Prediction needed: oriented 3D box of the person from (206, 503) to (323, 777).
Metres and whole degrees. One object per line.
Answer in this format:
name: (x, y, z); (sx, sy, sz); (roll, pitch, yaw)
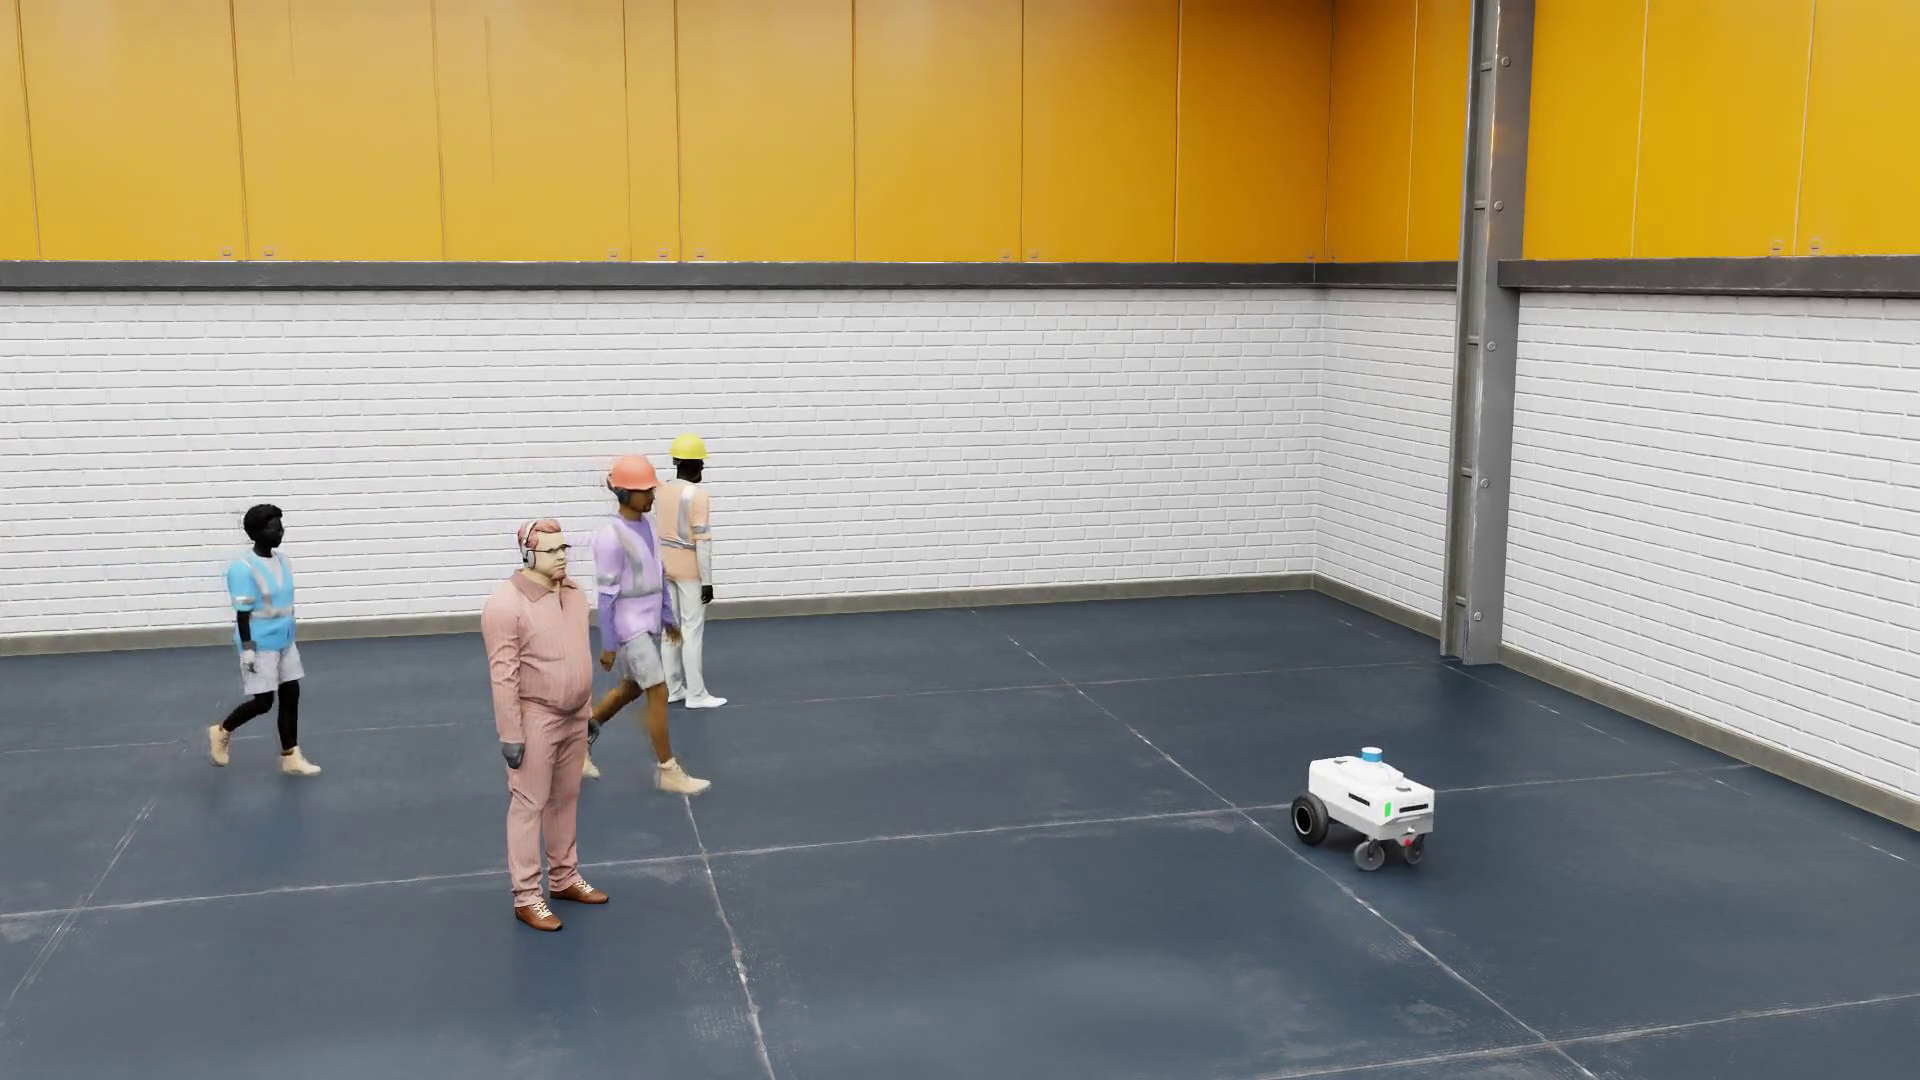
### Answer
person: (-4.190, 0.605, 9.935); (0.594, 1.681, 0.543); (2, 9, 14)

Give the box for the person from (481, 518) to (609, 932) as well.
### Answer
person: (-1.914, 0.842, 7.788); (0.407, 1.908, 0.641); (4, 10, 23)

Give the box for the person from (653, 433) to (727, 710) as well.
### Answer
person: (-1.907, 0.216, 11.626); (0.387, 1.927, 0.589); (-9, 13, -43)

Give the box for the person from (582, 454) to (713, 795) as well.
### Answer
person: (-1.961, 0.484, 9.720); (0.973, 2.013, 0.621); (2, 9, 11)

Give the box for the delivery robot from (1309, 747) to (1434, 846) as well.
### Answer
delivery robot: (2.140, 1.327, 8.673); (0.477, 0.478, 0.707); (-4, 10, -24)
